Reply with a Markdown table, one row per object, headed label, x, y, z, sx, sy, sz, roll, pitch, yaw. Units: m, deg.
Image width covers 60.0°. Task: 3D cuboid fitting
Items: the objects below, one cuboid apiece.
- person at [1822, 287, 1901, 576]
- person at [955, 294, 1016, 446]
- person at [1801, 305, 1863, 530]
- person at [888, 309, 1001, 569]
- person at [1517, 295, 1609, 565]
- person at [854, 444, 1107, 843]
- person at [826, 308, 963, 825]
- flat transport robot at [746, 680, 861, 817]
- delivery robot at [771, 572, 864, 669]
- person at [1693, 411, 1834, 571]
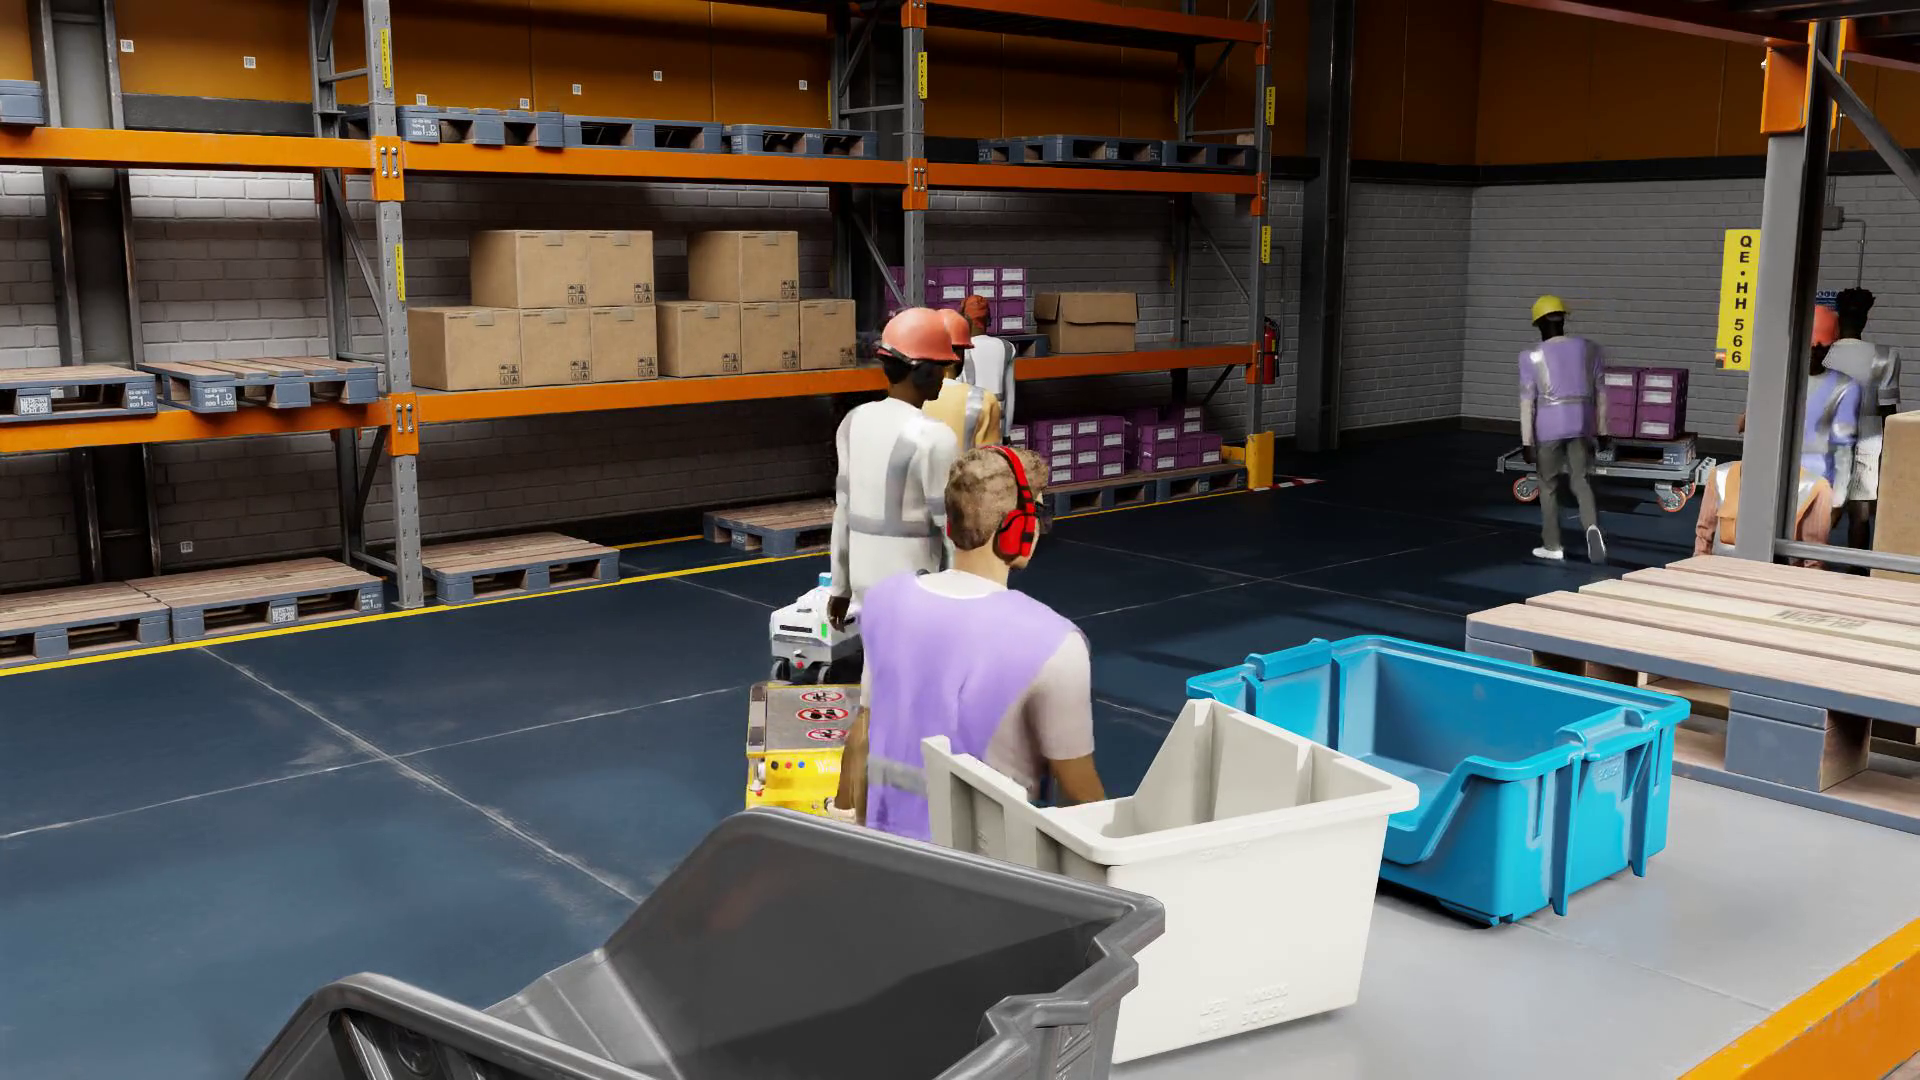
| label | x | y | z | sx | sy | sz | roll | pitch | yaw |
| --- | --- | --- | --- | --- | --- | --- | --- | --- | --- |
| person | 5.533 | -0.596 | 10.437 | 0.602 | 1.967 | 0.367 | 6 | 12 | 28 |
| person | 0.123 | -0.744 | 11.488 | 0.573 | 1.887 | 0.356 | -7 | 12 | -34 |
| person | 4.390 | -0.274 | 8.773 | 0.566 | 1.912 | 0.541 | 10 | 14 | 43 |
| person | -0.074 | -0.102 | 7.753 | 0.552 | 1.933 | 0.363 | 1 | 10 | 8 |
| person | 4.207 | -0.747 | 11.509 | 0.675 | 1.882 | 0.734 | -1 | 10 | -4 |
| person | 0.115 | 0.697 | 3.589 | 0.610 | 1.817 | 0.753 | 10 | 14 | 44 |
| person | -0.131 | 0.157 | 6.131 | 1.015 | 1.993 | 0.633 | -7 | 12 | -34 |
| flat transport robot | -0.569 | 0.853 | 7.064 | 0.652 | 0.197 | 1.431 | -1 | 10 | -6 |
| delivery robot | -0.669 | 0.410 | 8.490 | 0.477 | 0.478 | 0.707 | 4 | 11 | 23 |
| person | 3.128 | 0.263 | 6.550 | 0.307 | 1.637 | 0.512 | -9 | 13 | -40 |
